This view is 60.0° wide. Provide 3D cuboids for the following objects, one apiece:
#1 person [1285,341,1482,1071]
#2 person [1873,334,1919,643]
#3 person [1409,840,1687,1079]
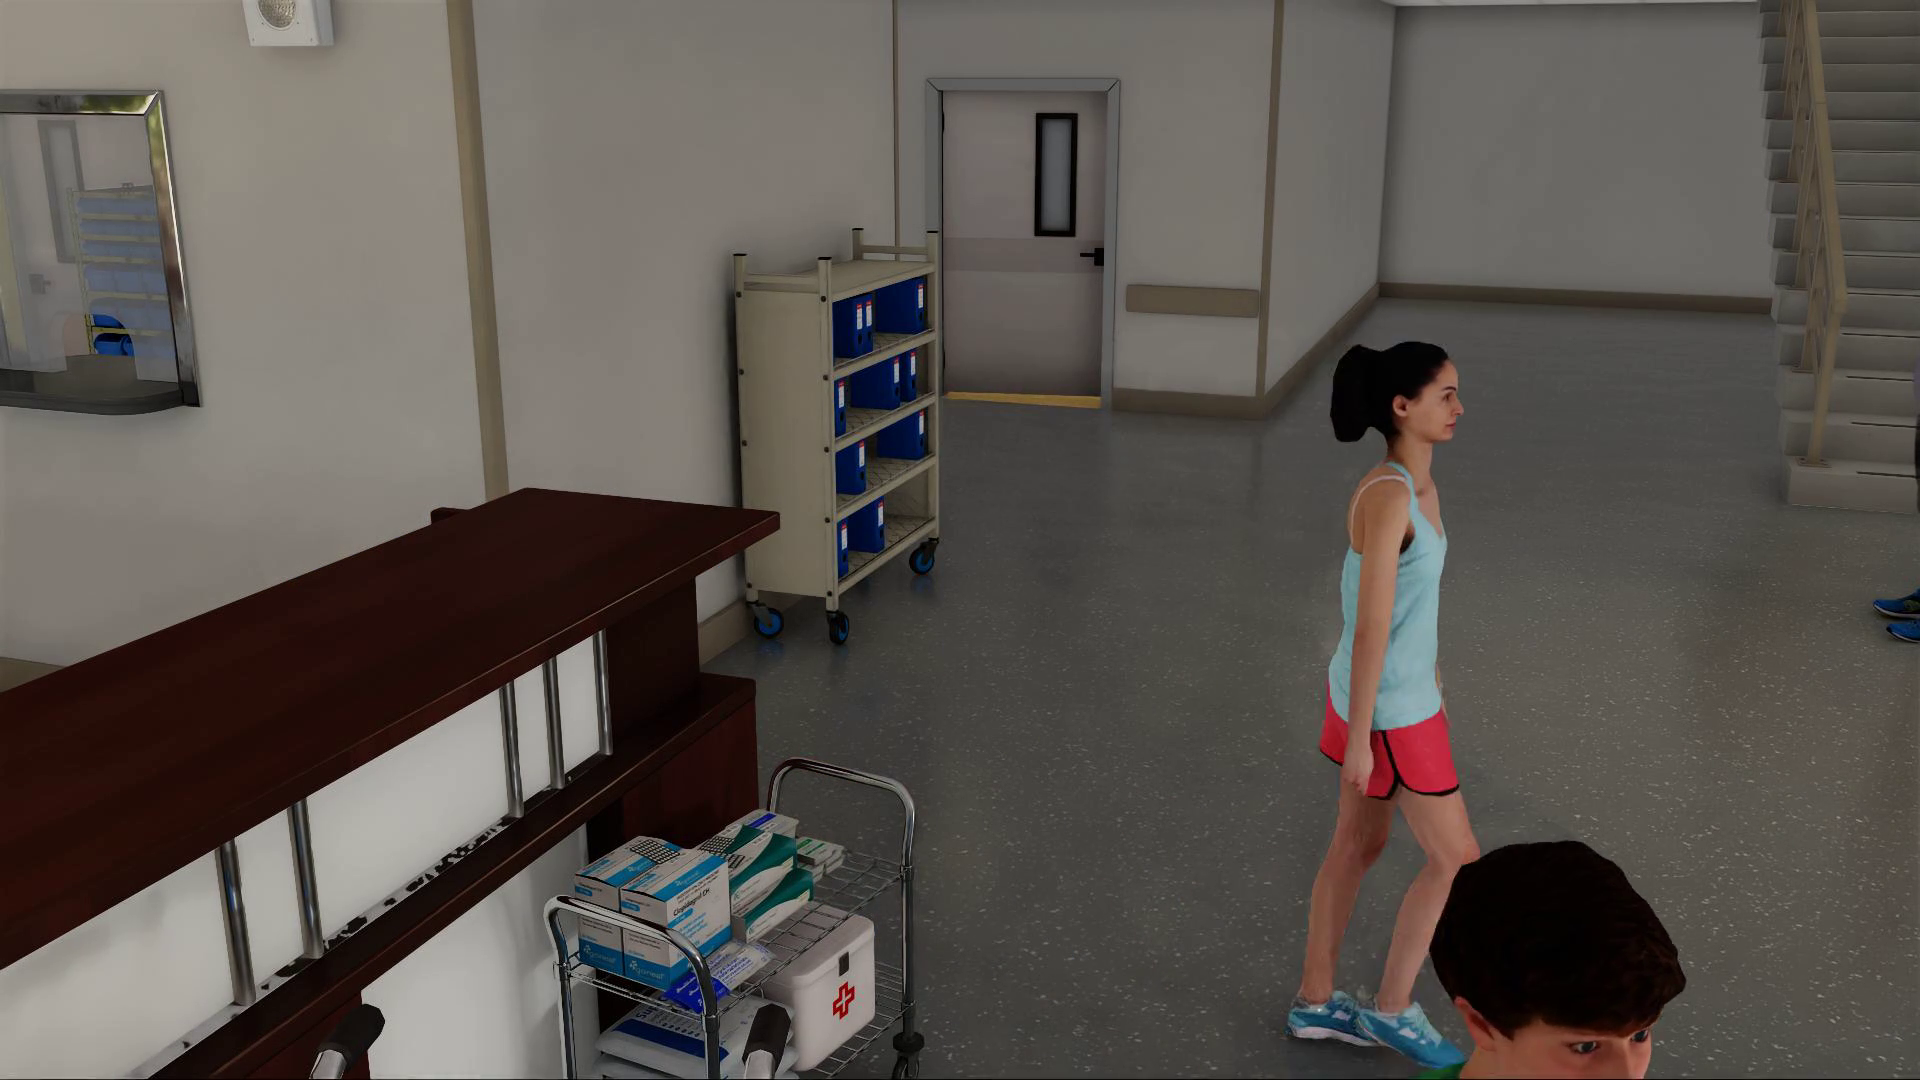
[{"bbox_3d":[0.929,0.409,3.953,0.672,1.753,0.593,5,17,18],"label":"person"},{"bbox_3d":[4.177,-0.485,6.987,0.742,1.826,0.470,6,17,19],"label":"person"},{"bbox_3d":[0.518,1.058,1.857,0.692,1.641,0.714,-3,16,-10],"label":"person"}]
